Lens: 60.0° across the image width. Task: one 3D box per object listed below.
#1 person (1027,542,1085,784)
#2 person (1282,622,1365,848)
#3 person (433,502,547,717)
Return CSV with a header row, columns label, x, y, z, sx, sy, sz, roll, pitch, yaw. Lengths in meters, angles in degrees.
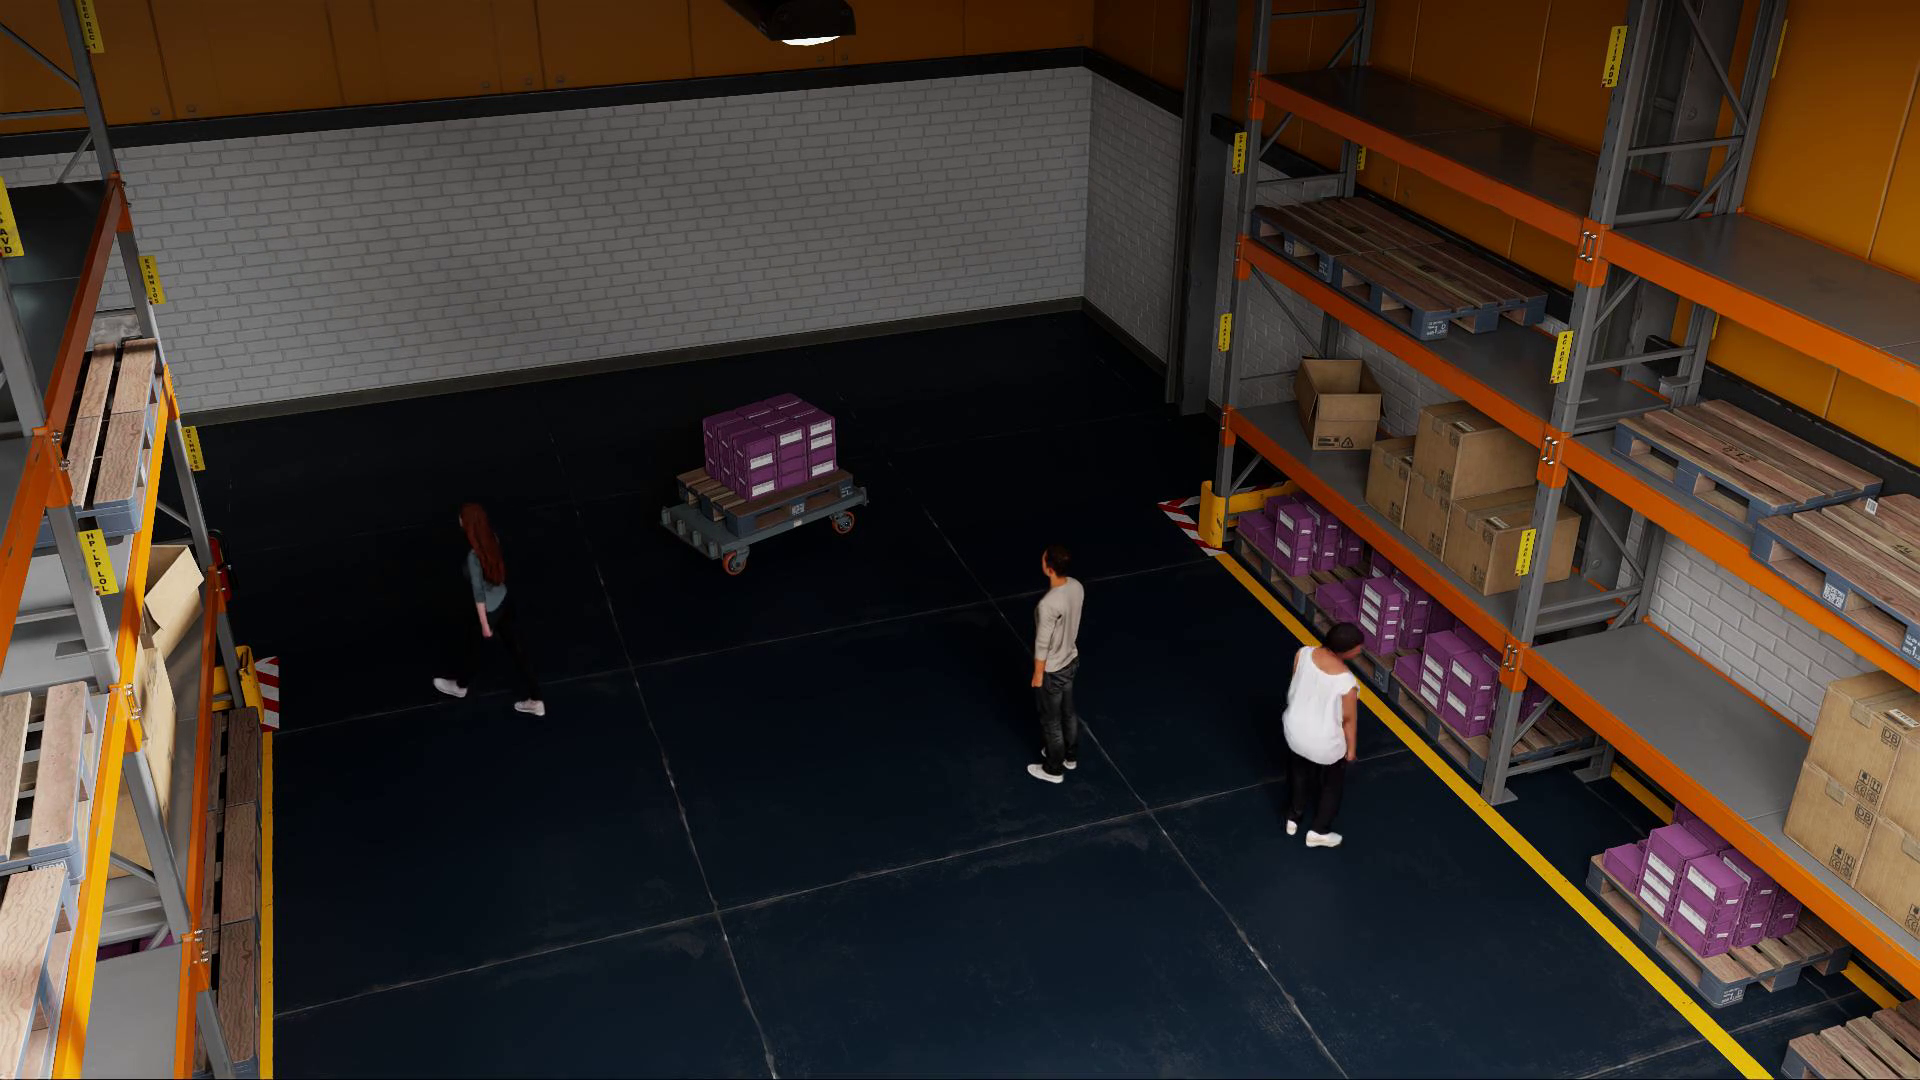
label,x,y,z,sx,sy,sz,roll,pitch,yaw
person,0.672,0.835,11.332,0.743,1.809,0.699,15,32,25
person,2.324,1.202,10.785,0.703,1.688,0.828,17,33,28
person,-3.290,0.545,11.984,1.101,1.693,1.132,8,30,14
